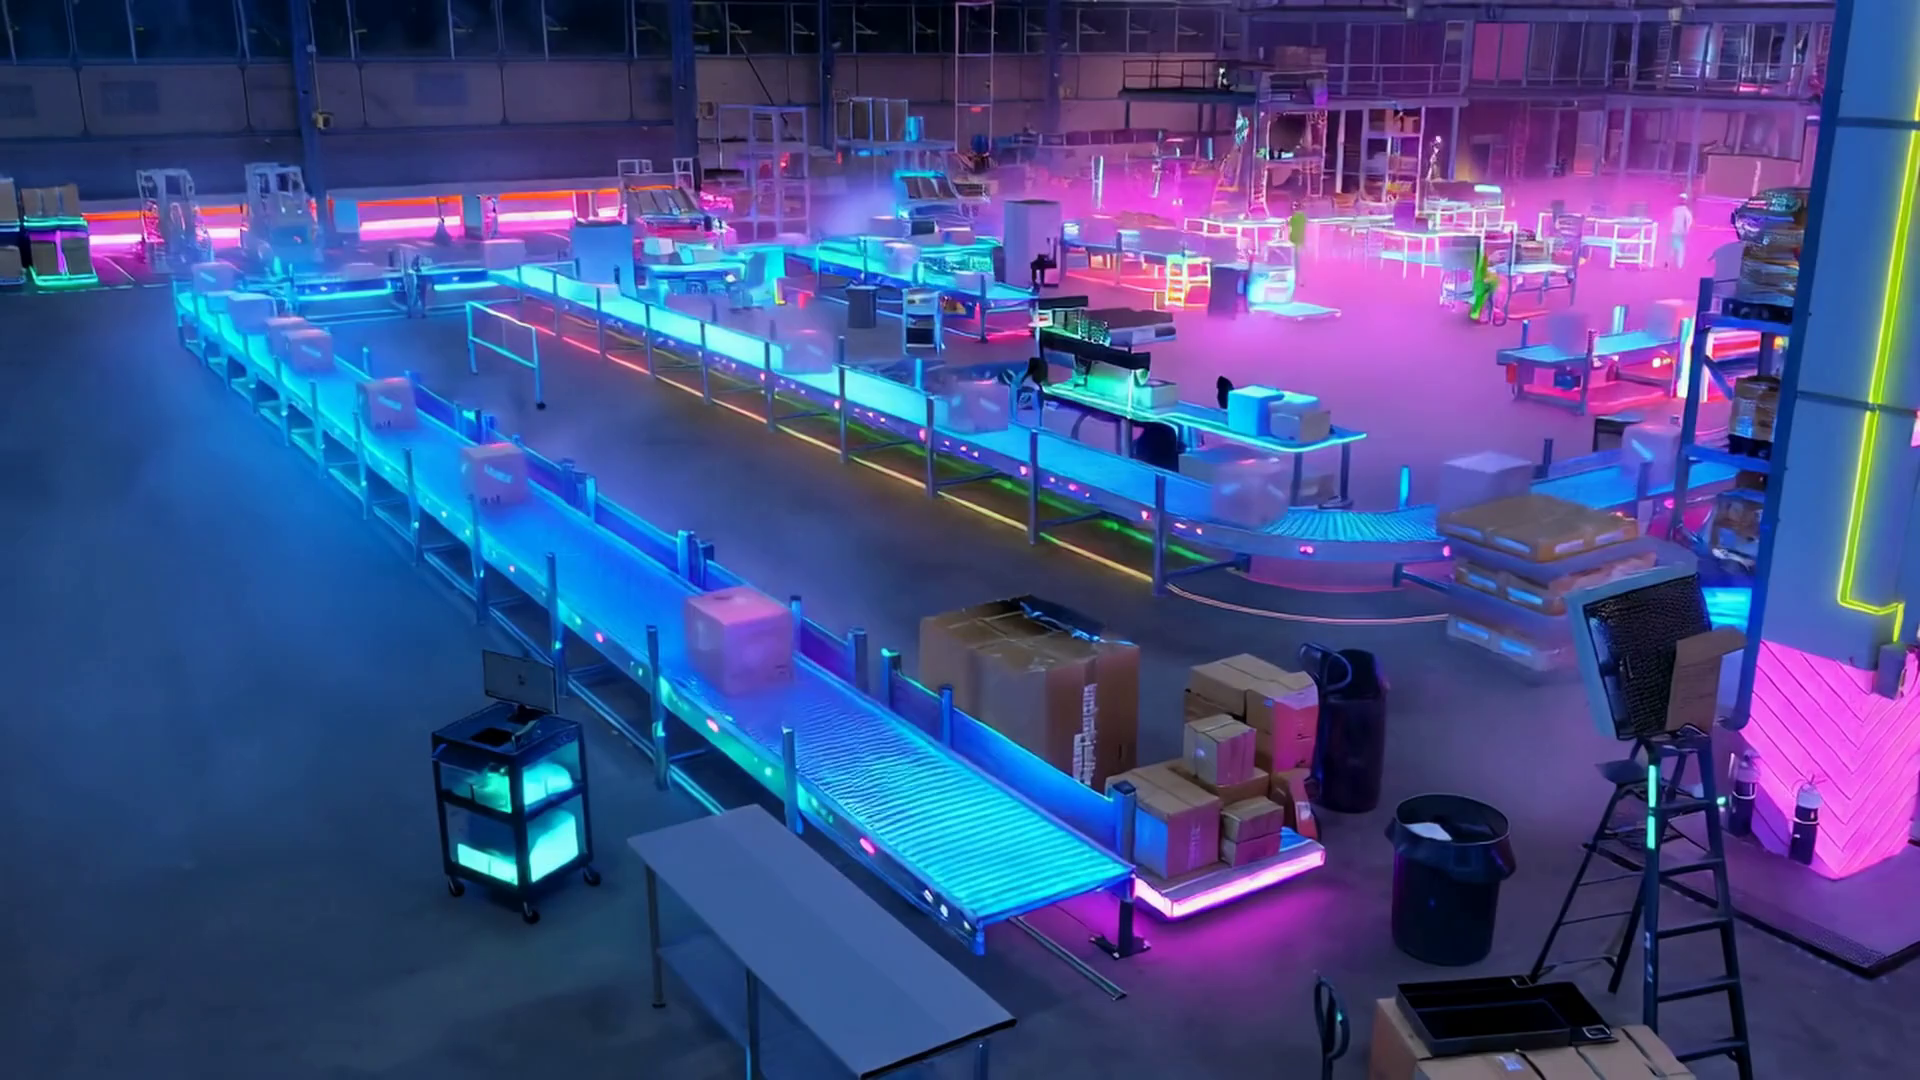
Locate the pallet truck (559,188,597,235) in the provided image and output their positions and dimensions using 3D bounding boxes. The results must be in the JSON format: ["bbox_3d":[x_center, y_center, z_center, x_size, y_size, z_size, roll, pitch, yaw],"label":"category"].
[{"bbox_3d":[-10.010,-8.652,43.699,0.653,1.274,1.630,-10,20,-31],"label":"pallet truck"}]

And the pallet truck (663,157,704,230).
[{"bbox_3d":[-7.586,-9.308,44.692,0.823,1.965,1.885,-11,20,-33],"label":"pallet truck"}]

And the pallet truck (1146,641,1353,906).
[{"bbox_3d":[1.664,1.407,10.232,1.630,1.274,0.653,-10,20,-31],"label":"pallet truck"}]

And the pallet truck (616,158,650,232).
[{"bbox_3d":[-8.918,-9.176,44.255,0.823,1.965,1.885,-9,19,-27],"label":"pallet truck"}]

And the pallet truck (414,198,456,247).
[{"bbox_3d":[-13.250,-8.060,41.856,0.680,1.201,1.601,-10,20,-31],"label":"pallet truck"}]

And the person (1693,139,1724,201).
[{"bbox_3d":[23.433,-11.499,51.931,0.723,2.028,0.612,3,17,11],"label":"person"}]

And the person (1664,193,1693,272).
[{"bbox_3d":[15.812,-6.748,36.626,0.546,1.739,0.604,14,22,39],"label":"person"}]

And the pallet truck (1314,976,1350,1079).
[{"bbox_3d":[2.299,2.390,7.086,1.601,1.201,0.680,-2,17,-7],"label":"pallet truck"}]

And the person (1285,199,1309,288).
[{"bbox_3d":[6.929,-6.152,34.517,0.544,1.808,1.003,-11,20,-31],"label":"person"}]

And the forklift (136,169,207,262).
[{"bbox_3d":[-17.842,-7.318,37.559,1.157,1.987,2.680,-10,20,-31],"label":"forklift"}]

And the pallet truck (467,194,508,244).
[{"bbox_3d":[-11.983,-8.177,42.137,0.704,1.261,1.522,-11,20,-33],"label":"pallet truck"}]

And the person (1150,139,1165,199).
[{"bbox_3d":[6.417,-12.029,53.941,0.585,1.882,0.344,-11,20,-32],"label":"person"}]

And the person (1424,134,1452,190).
[{"bbox_3d":[16.457,-13.000,57.170,1.005,1.878,0.572,16,23,42],"label":"person"}]

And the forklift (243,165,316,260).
[{"bbox_3d":[-15.898,-7.669,38.708,1.157,1.987,2.680,-11,20,-33],"label":"forklift"}]

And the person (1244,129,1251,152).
[{"bbox_3d":[11.045,-14.995,63.838,1.057,1.876,0.609,8,18,24],"label":"person"}]
